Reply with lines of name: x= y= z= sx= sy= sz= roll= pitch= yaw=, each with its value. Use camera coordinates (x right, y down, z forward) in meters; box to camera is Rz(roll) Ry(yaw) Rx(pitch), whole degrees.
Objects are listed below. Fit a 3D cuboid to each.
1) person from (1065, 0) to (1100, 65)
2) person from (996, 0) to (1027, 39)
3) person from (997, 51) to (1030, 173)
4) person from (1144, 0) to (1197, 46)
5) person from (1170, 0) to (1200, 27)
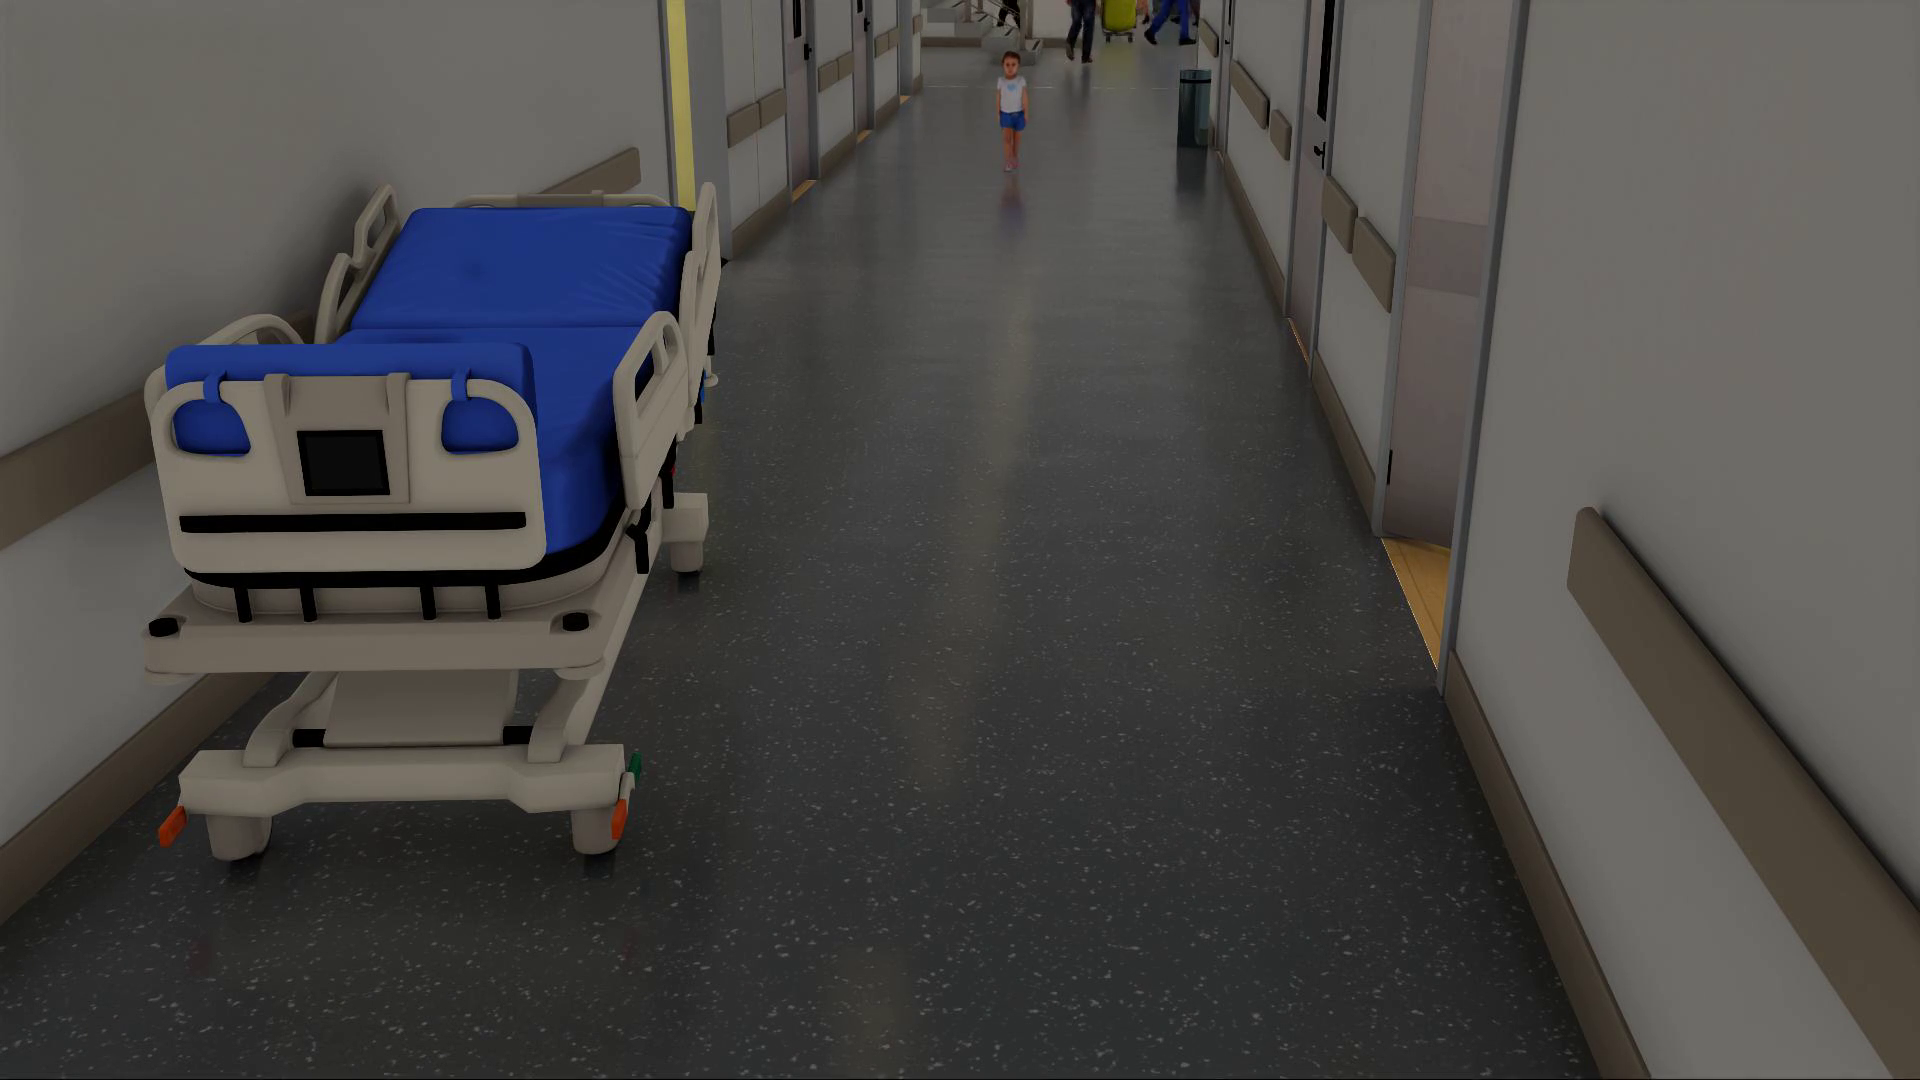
person: x=1.752 y=-7.909 z=24.360 sx=1.031 sy=1.828 sz=0.962 roll=13 pitch=24 yaw=31
person: x=0.921 y=-8.766 z=26.920 sx=1.021 sy=1.618 sz=0.642 roll=4 pitch=21 yaw=10
person: x=0.466 y=-3.720 z=14.463 sx=0.660 sy=1.003 sz=0.505 roll=1 pitch=21 yaw=2
person: x=3.459 y=-9.077 z=27.512 sx=1.267 sy=1.780 sz=1.069 roll=-11 pitch=23 yaw=-26
person: x=4.445 y=-10.689 z=31.935 sx=1.126 sy=1.662 sz=1.136 roll=-14 pitch=25 yaw=-33
